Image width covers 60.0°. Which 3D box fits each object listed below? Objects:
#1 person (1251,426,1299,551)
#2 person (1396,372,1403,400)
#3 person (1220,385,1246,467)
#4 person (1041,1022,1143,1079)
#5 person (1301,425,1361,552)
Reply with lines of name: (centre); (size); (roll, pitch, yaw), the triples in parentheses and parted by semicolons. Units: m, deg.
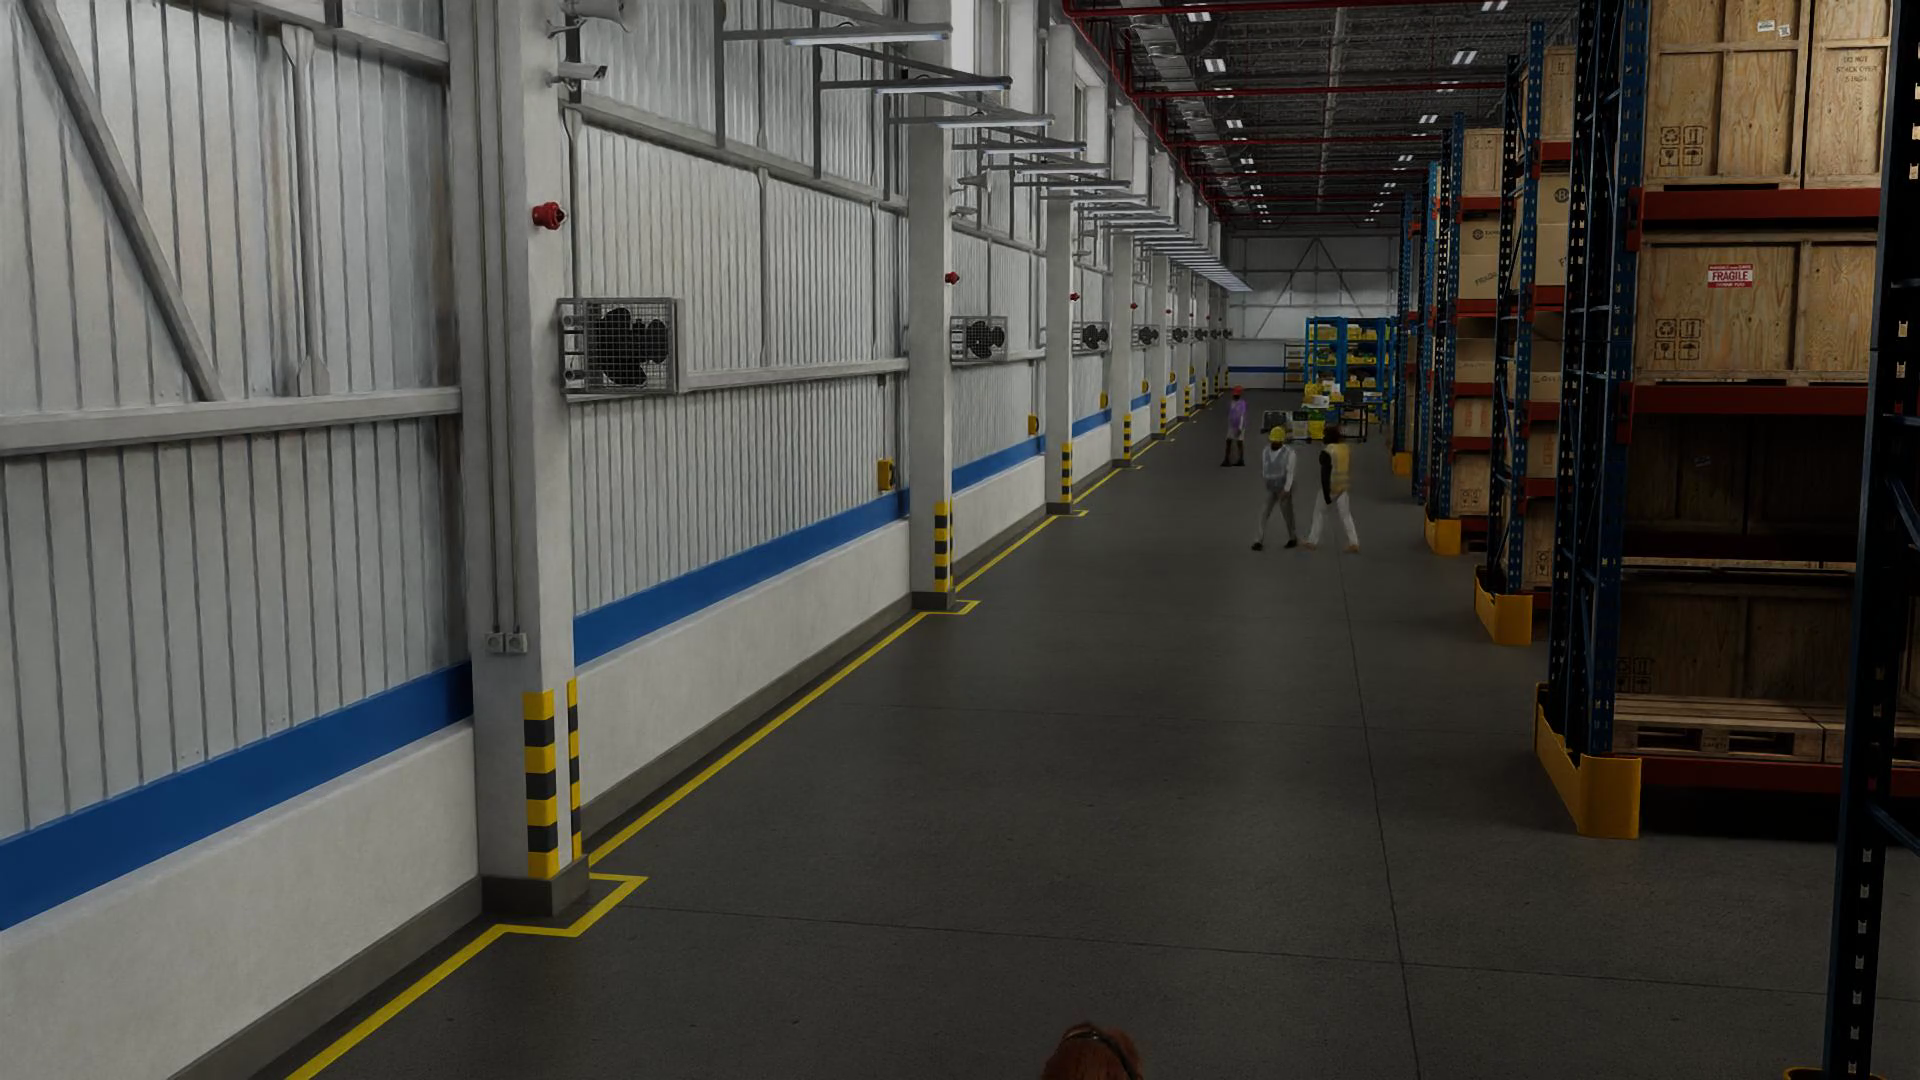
person: (4.551, -0.739, 23.709); (0.583, 1.778, 0.885); (6, 9, 38)
person: (15.889, -5.250, 59.629); (0.588, 1.822, 0.403); (-1, 7, -9)
person: (6.297, -2.602, 38.163); (0.871, 1.883, 0.571); (-7, 10, -43)
person: (0.292, 1.836, 3.660); (0.546, 1.615, 0.587); (2, 7, 16)
person: (5.290, -0.724, 23.482); (0.614, 1.799, 0.927); (-5, 9, -35)
